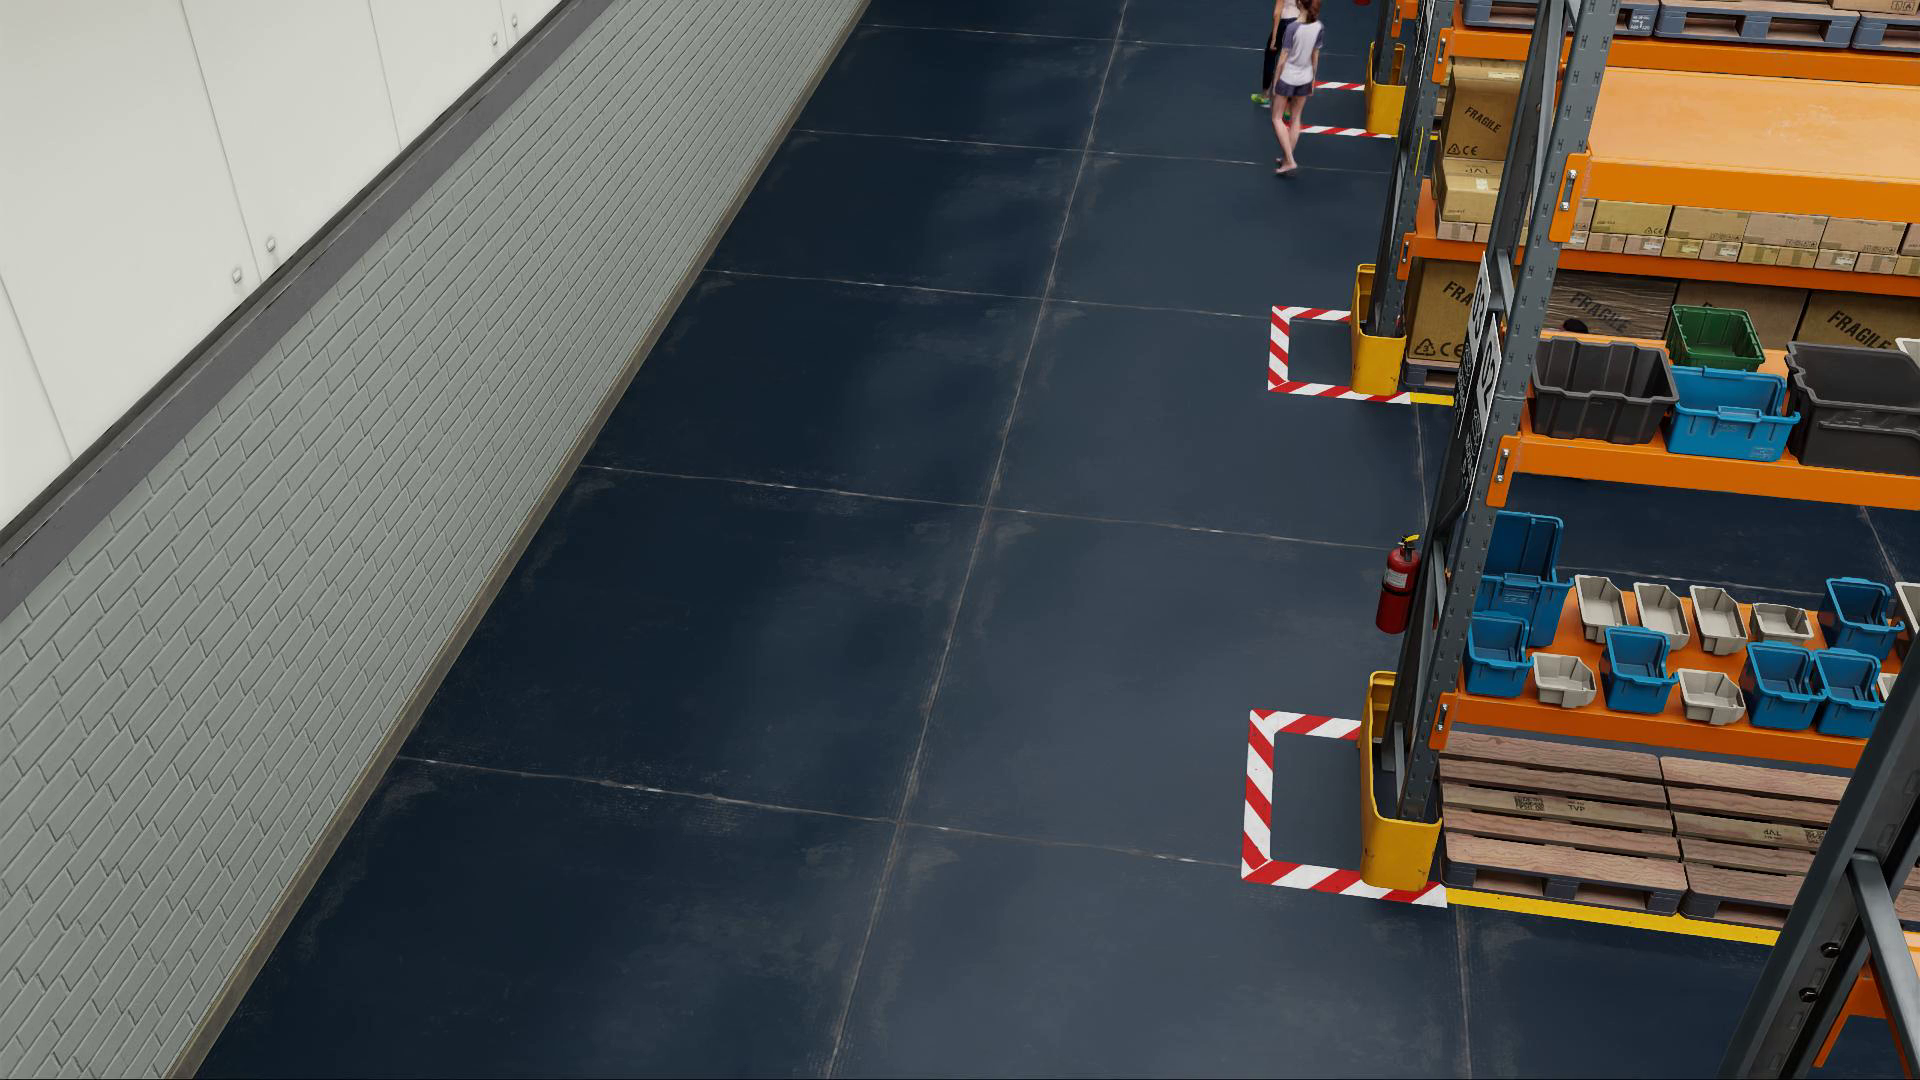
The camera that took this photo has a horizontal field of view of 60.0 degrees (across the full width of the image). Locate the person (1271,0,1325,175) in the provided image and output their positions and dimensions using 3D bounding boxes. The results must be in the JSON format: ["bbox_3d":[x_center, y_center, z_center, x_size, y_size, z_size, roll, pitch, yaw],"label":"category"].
[{"bbox_3d":[3.107,-4.227,15.343,0.734,1.762,0.782,-12,39,-16],"label":"person"}]

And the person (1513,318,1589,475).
[{"bbox_3d":[4.174,-0.955,11.472,0.921,1.238,0.607,11,39,14],"label":"person"}]

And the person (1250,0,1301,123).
[{"bbox_3d":[3.295,-4.944,16.351,0.920,1.684,0.923,-13,39,-17],"label":"person"}]
